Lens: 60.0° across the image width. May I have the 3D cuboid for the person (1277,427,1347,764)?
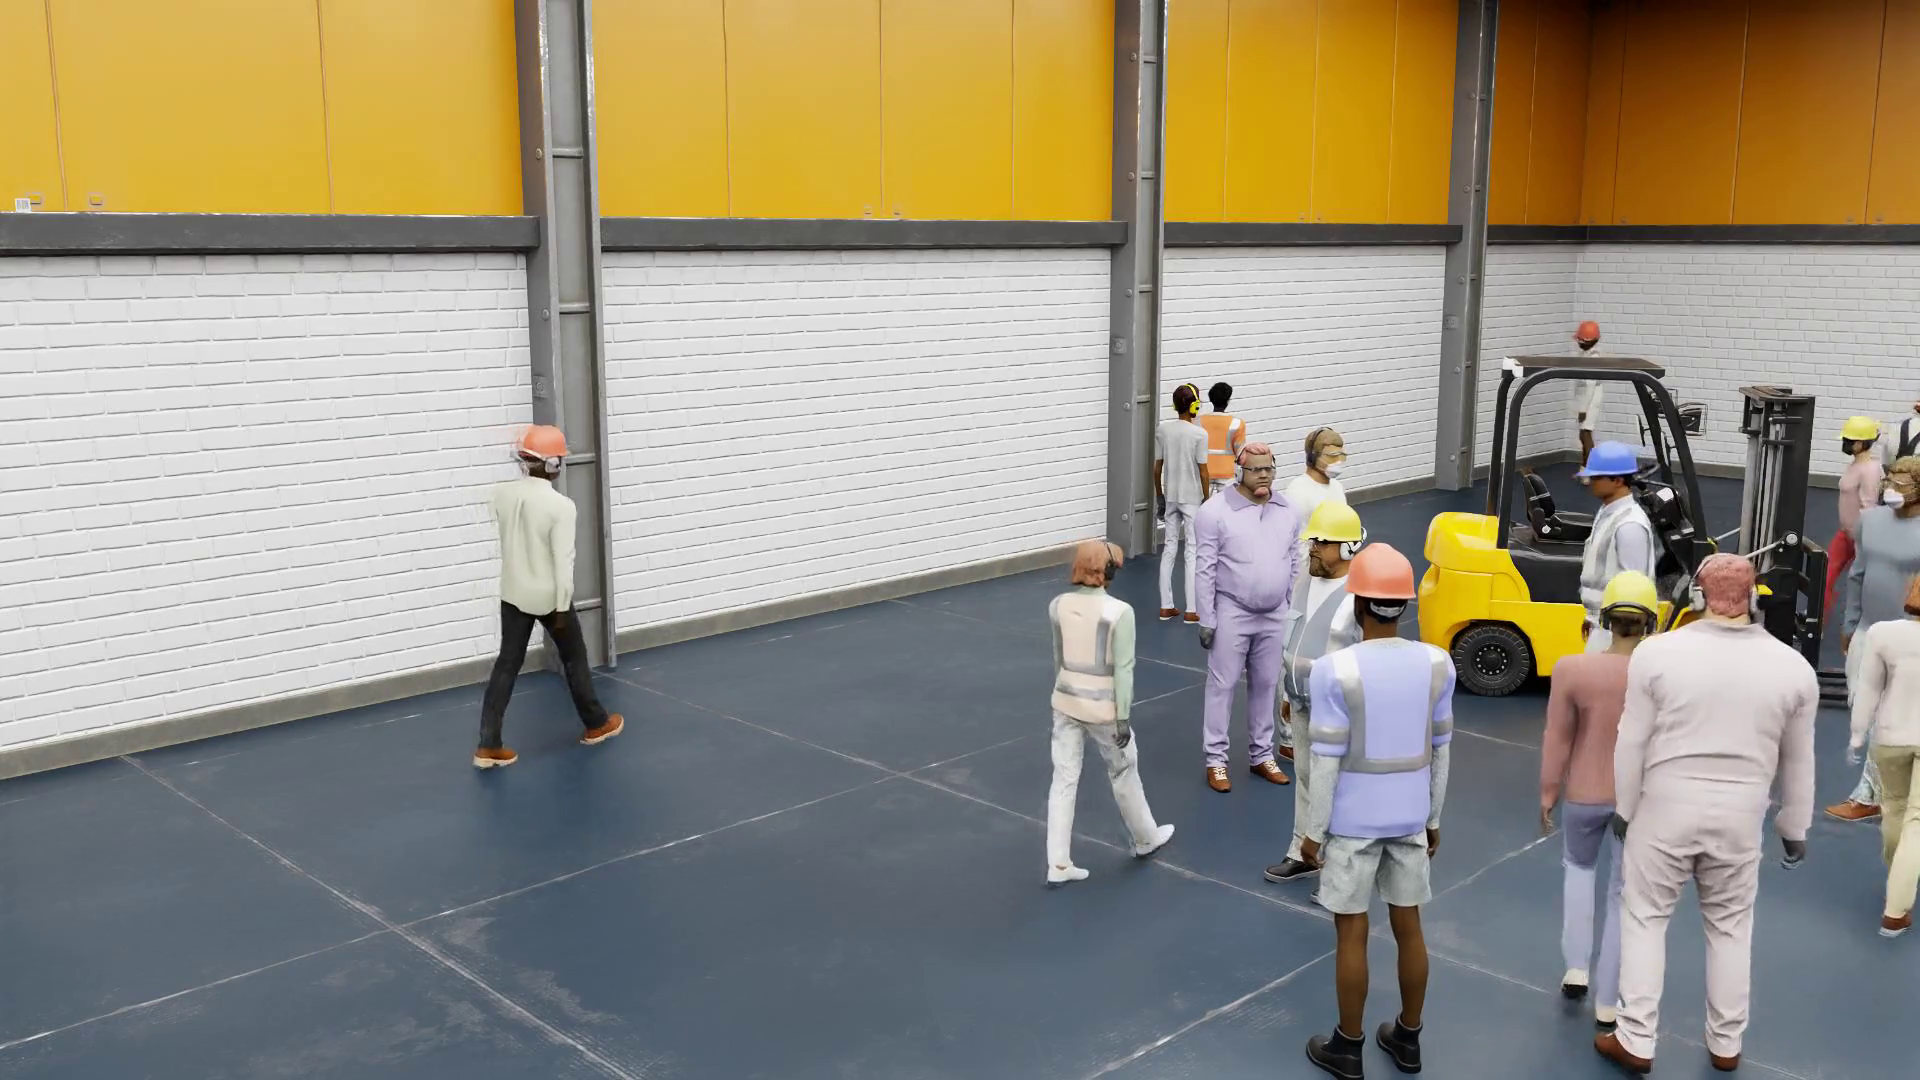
[{"bbox_3d":[2.024,0.317,9.495,0.358,1.937,0.636,7,12,33],"label":"person"}]

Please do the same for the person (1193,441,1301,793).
[{"bbox_3d":[1.584,0.412,9.064,0.643,1.909,0.410,-4,11,-20],"label":"person"}]

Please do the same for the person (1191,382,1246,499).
[{"bbox_3d":[2.334,-0.584,15.088,0.529,1.691,0.318,4,11,19],"label":"person"}]

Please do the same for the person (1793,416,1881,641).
[{"bbox_3d":[6.584,-0.052,12.119,0.927,1.719,0.523,2,11,12],"label":"person"}]

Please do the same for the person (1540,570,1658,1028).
[{"bbox_3d":[2.518,0.979,6.386,0.531,1.750,0.482,6,12,28],"label":"person"}]

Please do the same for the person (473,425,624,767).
[{"bbox_3d":[-2.429,0.310,9.558,0.625,1.944,1.045,5,12,26],"label":"person"}]

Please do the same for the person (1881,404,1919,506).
[{"bbox_3d":[6.908,-0.184,11.948,0.664,2.000,0.702,-2,11,-10],"label":"person"}]

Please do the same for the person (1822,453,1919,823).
[{"bbox_3d":[4.858,0.500,8.545,0.740,1.923,0.638,-2,11,-11],"label":"person"}]

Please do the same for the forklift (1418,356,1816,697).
[{"bbox_3d":[4.276,-0.101,11.076,2.313,2.155,1.214,2,11,13],"label":"forklift"}]

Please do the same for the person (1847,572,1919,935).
[{"bbox_3d":[4.248,0.883,7.310,0.528,1.595,0.802,10,14,44],"label":"person"}]

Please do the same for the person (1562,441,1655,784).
[{"bbox_3d":[3.500,0.425,8.941,0.452,1.930,0.617,2,11,13],"label":"person"}]

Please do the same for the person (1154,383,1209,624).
[{"bbox_3d":[1.746,-0.286,12.966,0.516,1.873,0.329,9,14,40],"label":"person"}]

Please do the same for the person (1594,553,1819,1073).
[{"bbox_3d":[2.675,0.996,5.945,0.717,1.888,0.486,1,10,7],"label":"person"}]

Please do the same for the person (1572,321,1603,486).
[{"bbox_3d":[7.568,-1.659,20.155,0.390,1.994,0.740,2,11,13],"label":"person"}]

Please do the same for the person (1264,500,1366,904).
[{"bbox_3d":[1.662,0.726,7.555,0.404,1.833,0.590,-6,12,-29],"label":"person"}]

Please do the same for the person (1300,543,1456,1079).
[{"bbox_3d":[1.463,0.972,5.926,0.547,1.938,0.379,-3,11,-14],"label":"person"}]

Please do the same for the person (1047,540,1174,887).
[{"bbox_3d":[0.677,0.787,7.831,0.528,1.593,0.848,10,14,42],"label":"person"}]
